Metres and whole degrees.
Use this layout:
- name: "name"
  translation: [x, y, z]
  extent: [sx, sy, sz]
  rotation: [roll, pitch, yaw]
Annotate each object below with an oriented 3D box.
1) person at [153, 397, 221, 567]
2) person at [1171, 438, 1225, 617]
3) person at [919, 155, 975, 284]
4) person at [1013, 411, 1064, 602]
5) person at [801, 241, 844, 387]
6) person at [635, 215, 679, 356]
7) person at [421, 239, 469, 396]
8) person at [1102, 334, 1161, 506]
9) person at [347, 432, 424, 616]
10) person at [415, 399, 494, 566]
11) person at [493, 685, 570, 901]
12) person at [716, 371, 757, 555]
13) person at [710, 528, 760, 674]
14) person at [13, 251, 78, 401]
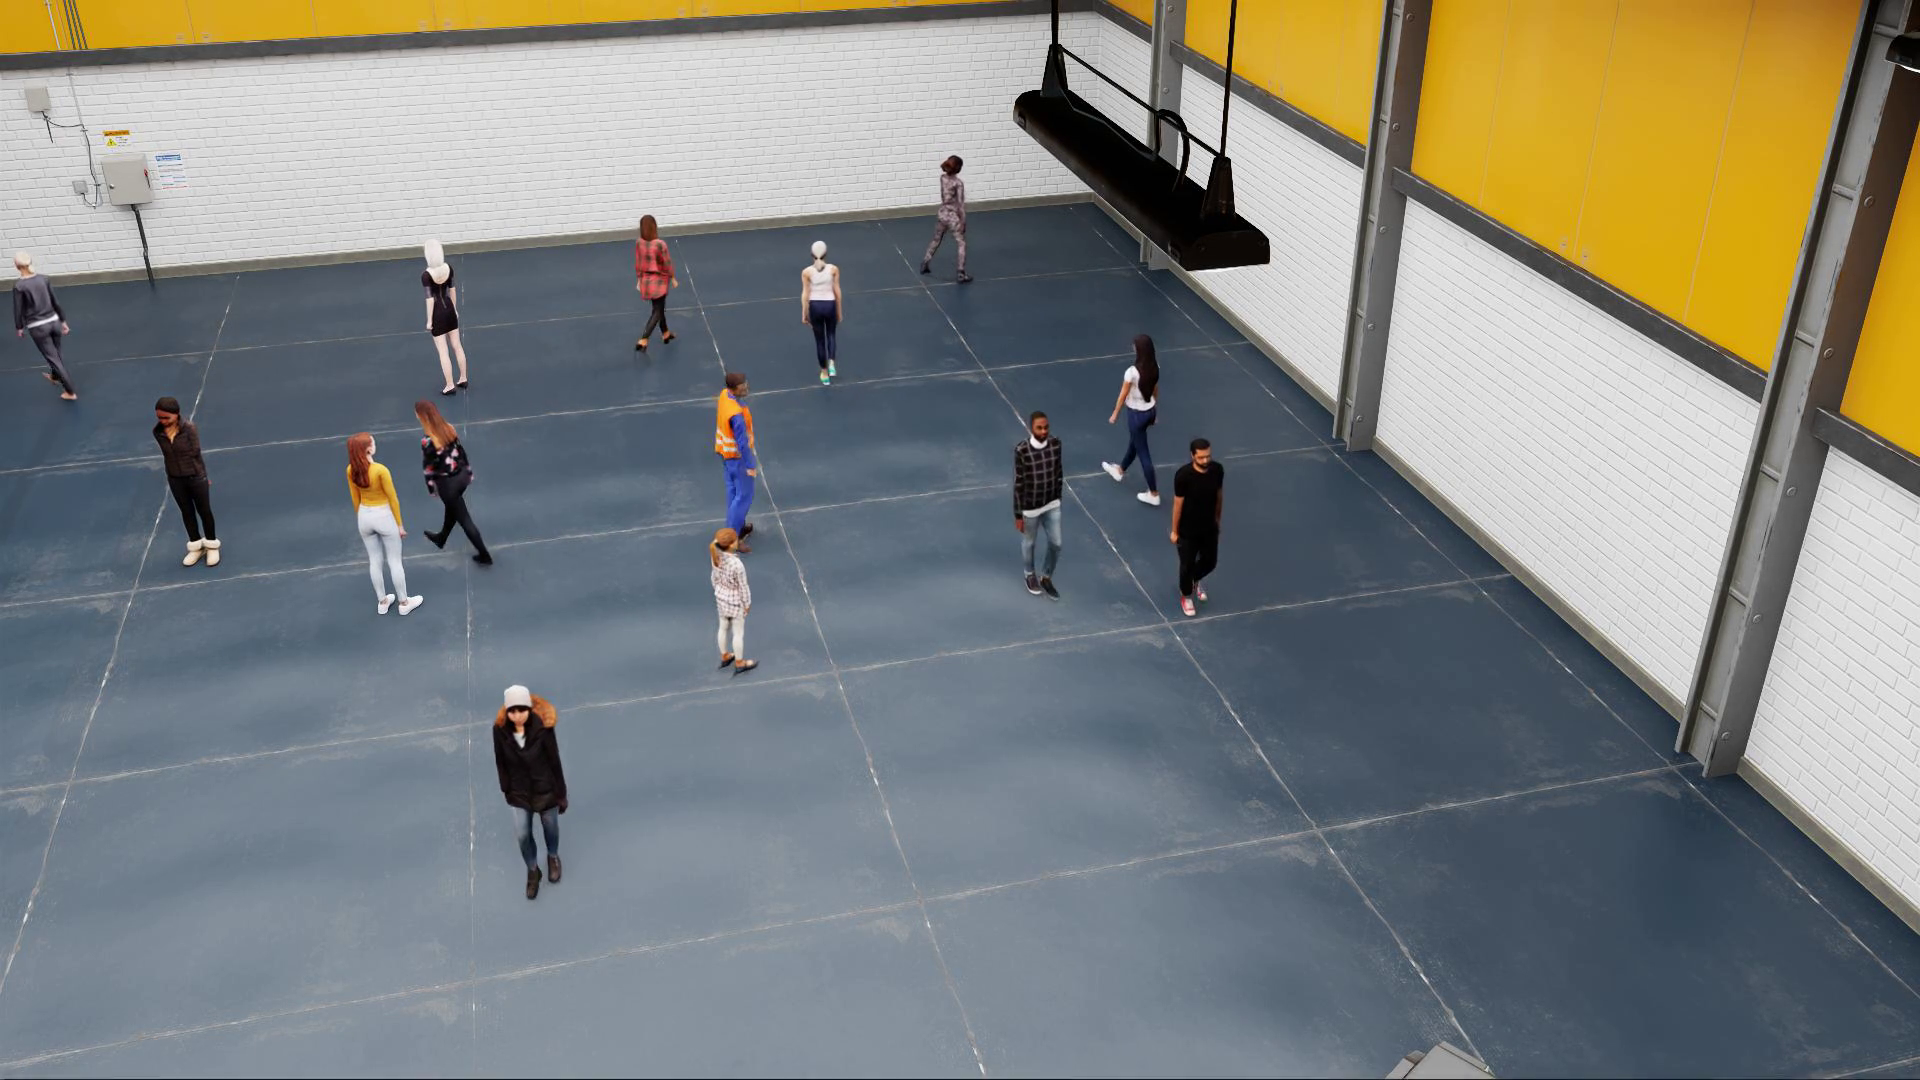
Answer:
- name: "person"
  translation: [-7.173, -0.587, 15.445]
  extent: [0.650, 1.660, 0.603]
  rotation: [-7, 29, -13]
- name: "person"
  translation: [2.049, -0.151, 14.568]
  extent: [0.670, 1.736, 0.743]
  rotation: [-12, 31, -21]
- name: "person"
  translation: [-0.102, -4.270, 22.157]
  extent: [1.011, 1.697, 0.887]
  rotation: [-25, 37, -38]
- name: "person"
  translation: [0.656, -0.356, 14.873]
  extent: [0.712, 1.802, 0.733]
  rotation: [-10, 30, -18]
- name: "person"
  translation: [-1.554, -2.566, 19.036]
  extent: [0.613, 1.696, 0.576]
  rotation: [-6, 29, -12]
- name: "person"
  translation: [-3.696, -3.013, 19.883]
  extent: [1.066, 1.671, 1.122]
  rotation: [16, 32, 26]
- name: "person"
  translation: [-5.853, -2.527, 18.825]
  extent: [0.700, 1.830, 0.650]
  rotation: [17, 33, 28]
- name: "person"
  translation: [1.856, -1.146, 16.388]
  extent: [1.126, 1.739, 0.944]
  rotation: [25, 37, 38]
- name: "person"
  translation: [-5.084, -0.146, 14.542]
  extent: [0.662, 1.751, 0.682]
  rotation: [6, 29, 11]
- name: "person"
  translation: [-4.607, -0.490, 15.300]
  extent: [1.074, 1.629, 1.080]
  rotation: [13, 31, 23]
- name: "person"
  translation: [-2.909, 1.646, 11.394]
  extent: [0.648, 1.620, 0.673]
  rotation: [-5, 29, -9]
- name: "person"
  translation: [-2.110, -0.802, 15.664]
  extent: [0.886, 1.828, 0.628]
  rotation: [-21, 35, -33]
- name: "person"
  translation: [-1.913, 0.488, 13.840]
  extent: [0.593, 1.311, 0.672]
  rotation: [20, 35, 32]
- name: "person"
  translation: [-10.251, -2.386, 18.715]
  extent: [1.066, 1.687, 1.015]
  rotation: [14, 32, 24]
